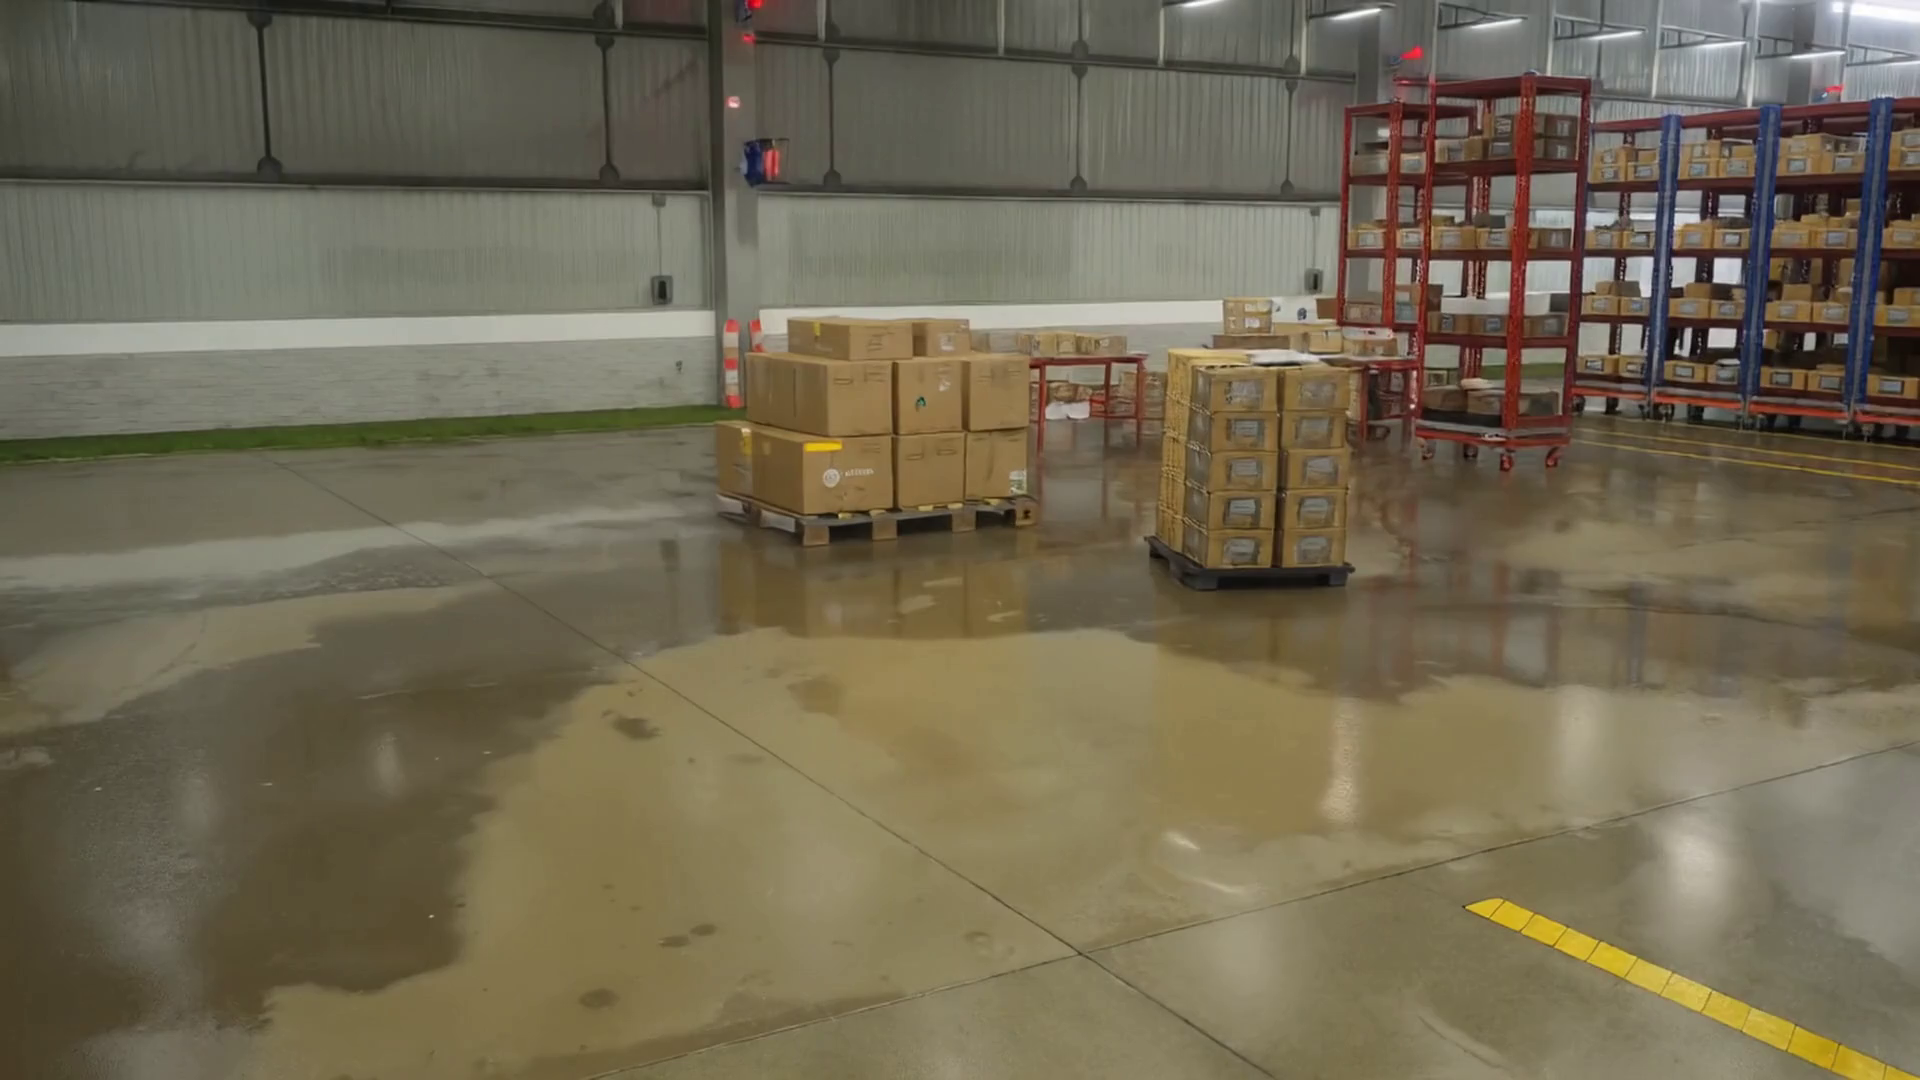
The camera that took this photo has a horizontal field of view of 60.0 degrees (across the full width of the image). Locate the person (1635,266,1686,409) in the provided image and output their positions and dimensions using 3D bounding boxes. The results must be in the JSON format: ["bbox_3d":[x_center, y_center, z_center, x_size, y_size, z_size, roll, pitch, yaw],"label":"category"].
[{"bbox_3d":[8.964,-2.574,21.198,0.389,1.839,0.563,-9,14,-43],"label":"person"}]
